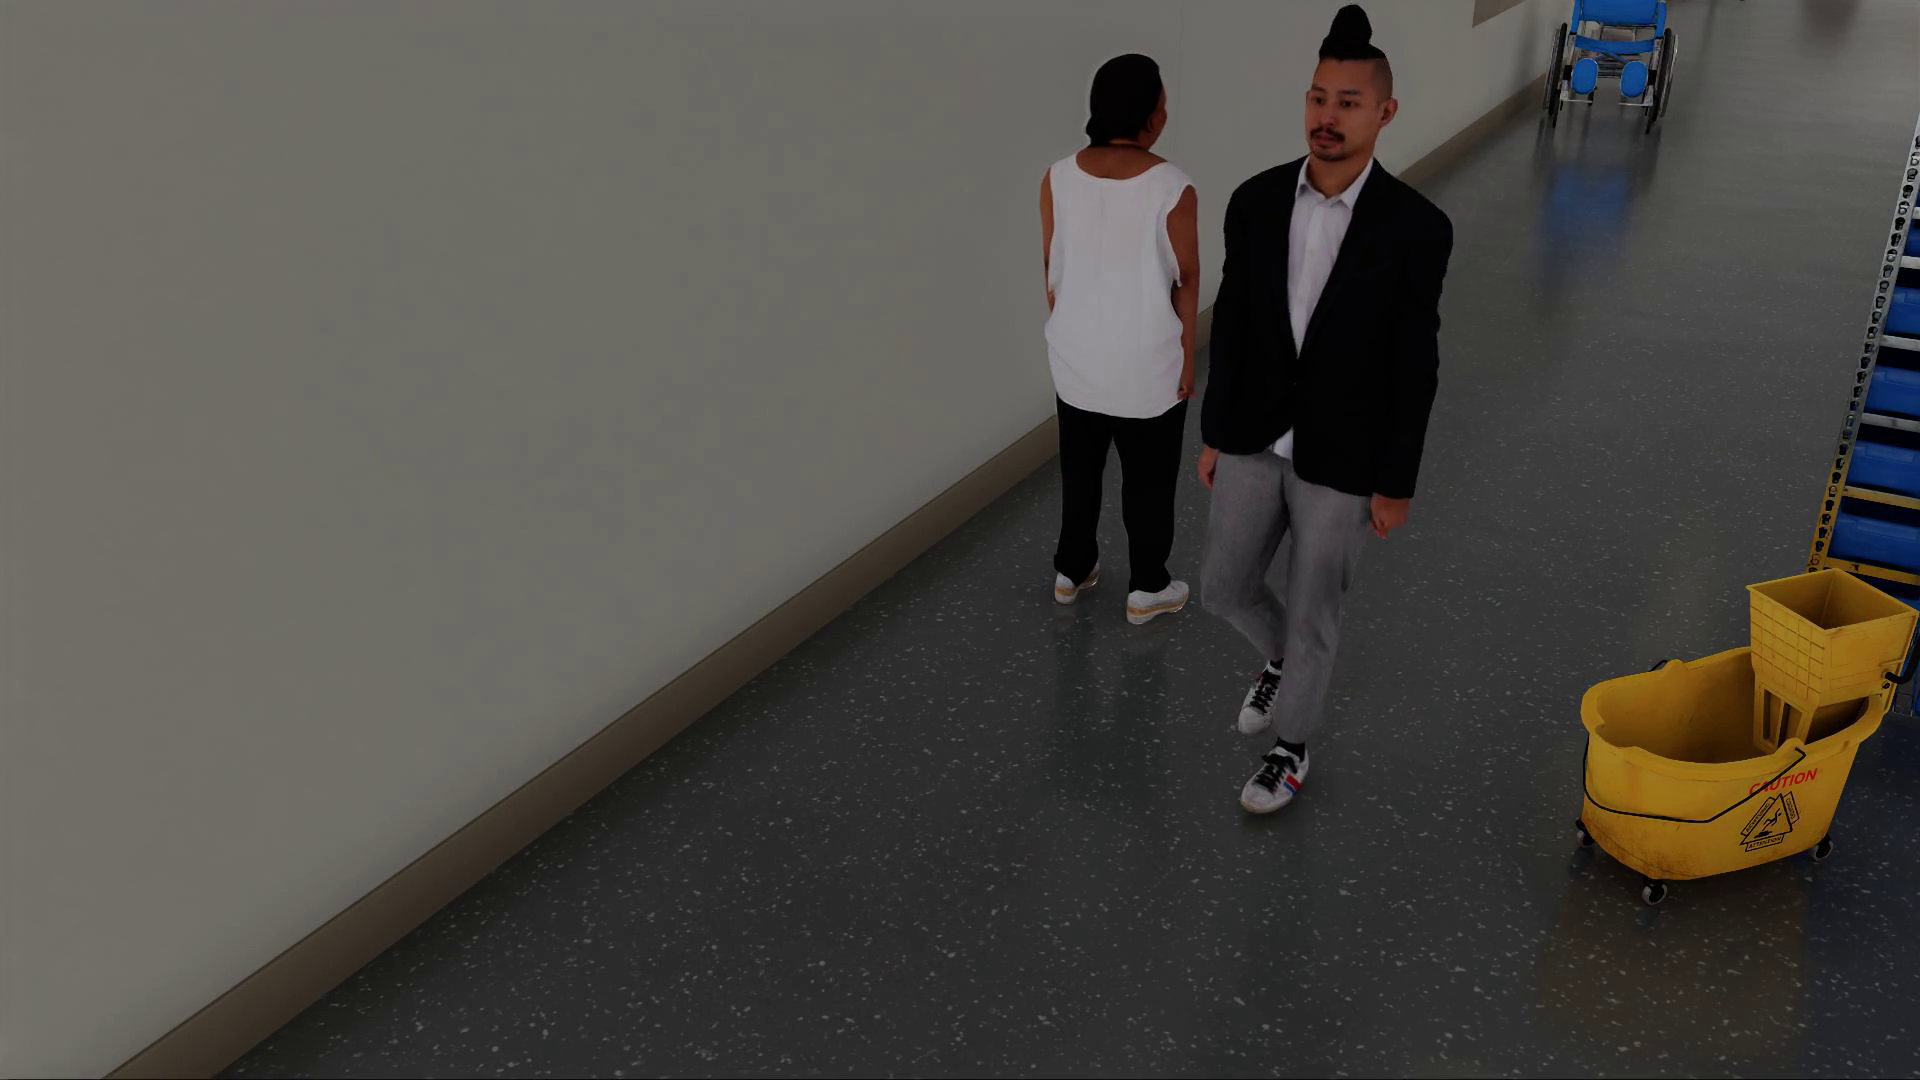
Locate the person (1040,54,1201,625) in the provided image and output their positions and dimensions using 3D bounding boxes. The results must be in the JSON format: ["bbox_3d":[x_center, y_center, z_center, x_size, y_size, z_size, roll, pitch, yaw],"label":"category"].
[{"bbox_3d":[0.481,-0.574,4.909,0.555,1.688,0.724,17,30,31],"label":"person"}]

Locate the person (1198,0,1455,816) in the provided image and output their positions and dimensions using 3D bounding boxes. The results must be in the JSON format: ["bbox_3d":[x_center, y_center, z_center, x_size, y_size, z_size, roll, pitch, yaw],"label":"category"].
[{"bbox_3d":[0.877,-0.285,4.011,0.692,1.947,0.794,17,30,31],"label":"person"}]
